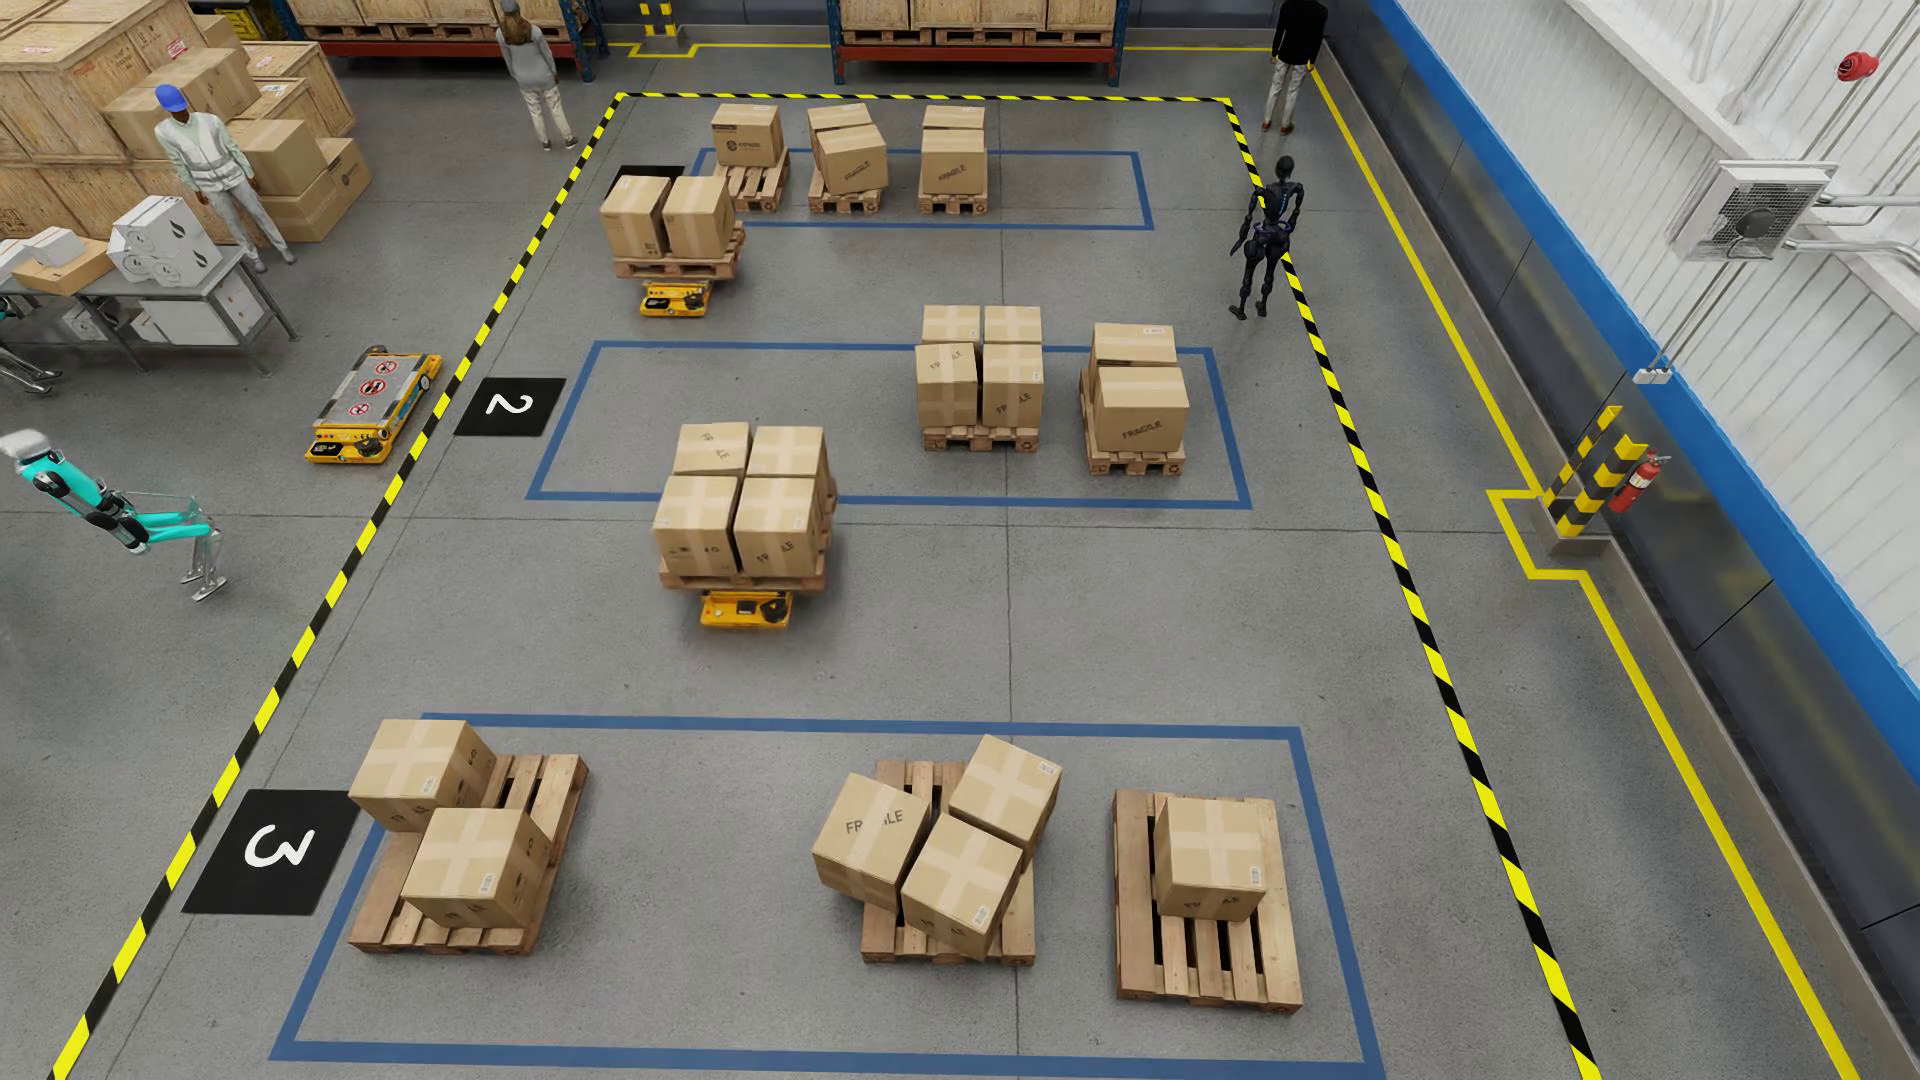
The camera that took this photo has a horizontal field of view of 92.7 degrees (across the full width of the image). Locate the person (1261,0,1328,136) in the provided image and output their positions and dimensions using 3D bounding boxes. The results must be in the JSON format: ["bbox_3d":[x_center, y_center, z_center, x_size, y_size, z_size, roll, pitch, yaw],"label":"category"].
[{"bbox_3d":[4.151,-6.017,11.401,0.585,1.885,0.364,24,54,19],"label":"person"}]

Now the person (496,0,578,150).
[{"bbox_3d":[-5.176,-5.642,11.157,0.562,1.769,0.400,-5,50,-5],"label":"person"}]

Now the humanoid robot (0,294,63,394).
[{"bbox_3d":[-8.744,-2.020,8.026,0.735,1.677,0.533,-6,50,-5],"label":"humanoid robot"}]

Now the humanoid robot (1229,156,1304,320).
[{"bbox_3d":[2.966,-2.918,8.907,0.599,1.653,0.315,-7,50,-6],"label":"humanoid robot"}]

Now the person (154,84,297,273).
[{"bbox_3d":[-7.556,-3.681,9.390,0.602,1.939,0.412,-30,56,-23],"label":"person"}]

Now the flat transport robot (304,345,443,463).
[{"bbox_3d":[-5.383,-1.269,8.441,0.659,0.231,1.431,1,50,1],"label":"flat transport robot"}]

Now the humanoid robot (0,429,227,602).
[{"bbox_3d":[-5.792,-0.238,6.516,0.735,1.679,0.533,-37,59,-27],"label":"humanoid robot"}]

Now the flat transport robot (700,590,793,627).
[{"bbox_3d":[-1.613,0.053,7.304,0.652,0.197,1.431,1,50,1],"label":"flat transport robot"}]

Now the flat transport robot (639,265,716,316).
[{"bbox_3d":[-2.943,-2.906,9.808,0.652,0.197,1.431,1,50,1],"label":"flat transport robot"}]
